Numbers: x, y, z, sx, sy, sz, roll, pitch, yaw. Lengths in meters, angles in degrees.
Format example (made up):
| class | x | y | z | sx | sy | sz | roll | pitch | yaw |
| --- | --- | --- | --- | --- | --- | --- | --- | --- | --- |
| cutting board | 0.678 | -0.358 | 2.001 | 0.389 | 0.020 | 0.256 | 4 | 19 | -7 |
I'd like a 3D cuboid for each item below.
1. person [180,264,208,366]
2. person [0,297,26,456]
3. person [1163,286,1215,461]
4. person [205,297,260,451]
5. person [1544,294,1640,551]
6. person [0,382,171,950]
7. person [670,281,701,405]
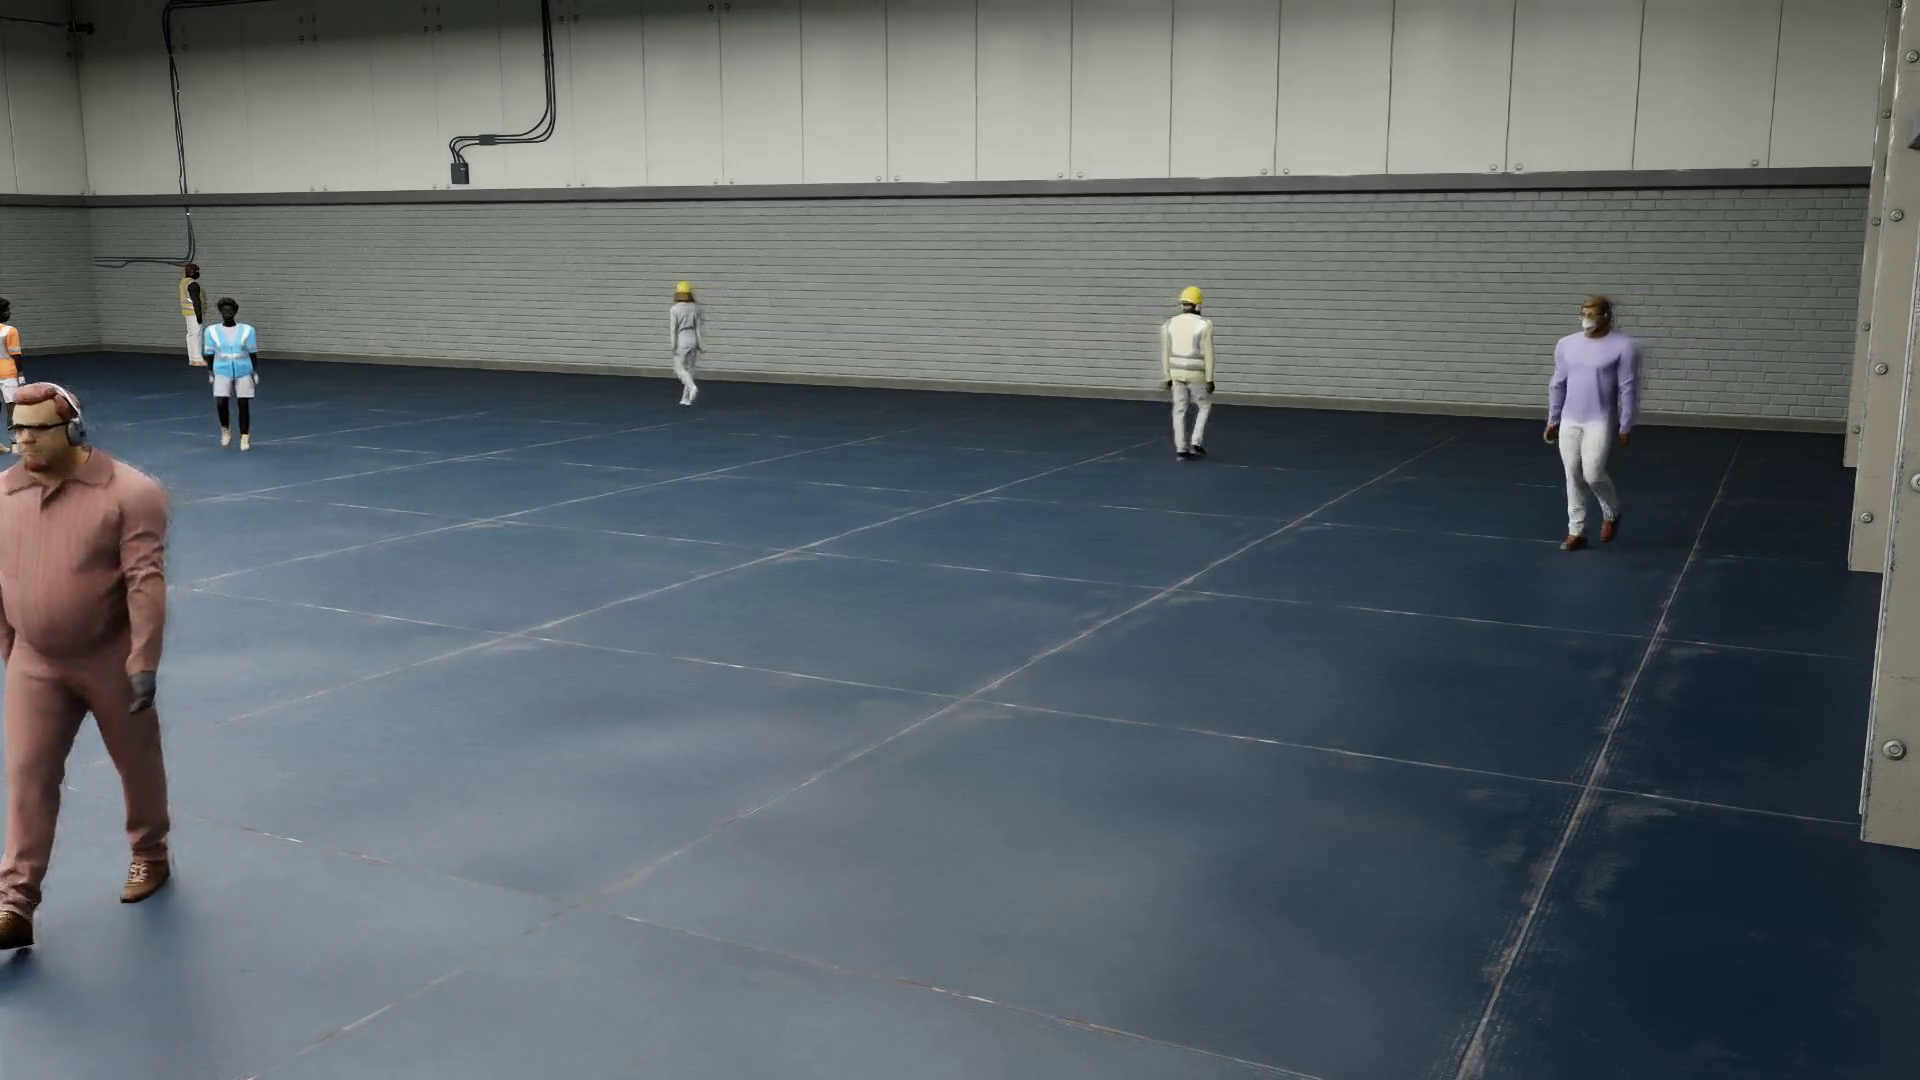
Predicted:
| class | x | y | z | sx | sy | sz | roll | pitch | yaw |
| --- | --- | --- | --- | --- | --- | --- | --- | --- | --- |
| person | -13.838 | -4.072 | 30.093 | 0.429 | 1.840 | 0.637 | -9 | 14 | -40 |
| person | -10.242 | -1.745 | 17.799 | 0.539 | 1.693 | 0.318 | 3 | 11 | 14 |
| person | 2.422 | -1.732 | 17.379 | 0.619 | 1.819 | 0.497 | 8 | 13 | 36 |
| person | -7.935 | -1.807 | 18.170 | 0.538 | 1.688 | 0.363 | -5 | 11 | -24 |
| person | 4.707 | -0.873 | 12.424 | 0.499 | 1.923 | 0.633 | -9 | 13 | -39 |
| person | -2.990 | 0.416 | 5.572 | 0.646 | 1.863 | 0.965 | -1 | 10 | -5 |
| person | -3.758 | -2.705 | 22.958 | 0.490 | 1.727 | 0.594 | -8 | 13 | -37 |
